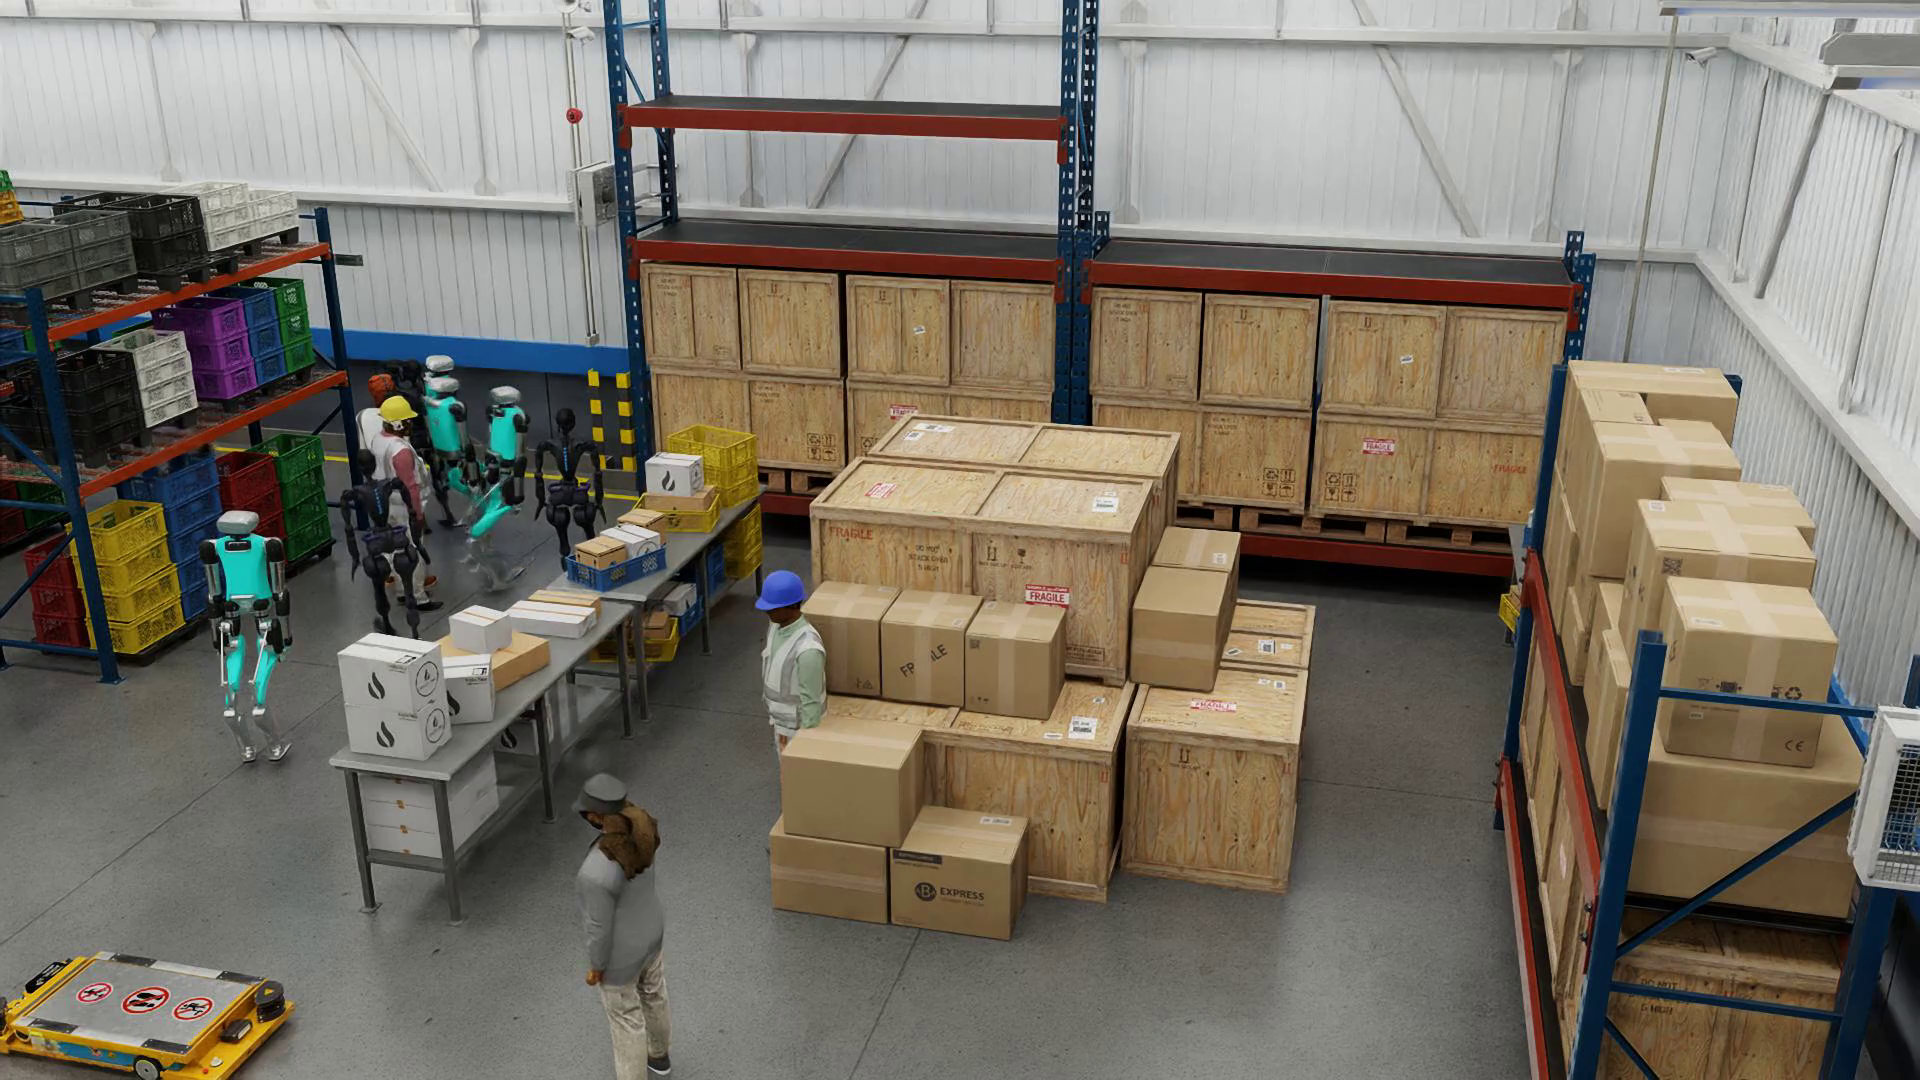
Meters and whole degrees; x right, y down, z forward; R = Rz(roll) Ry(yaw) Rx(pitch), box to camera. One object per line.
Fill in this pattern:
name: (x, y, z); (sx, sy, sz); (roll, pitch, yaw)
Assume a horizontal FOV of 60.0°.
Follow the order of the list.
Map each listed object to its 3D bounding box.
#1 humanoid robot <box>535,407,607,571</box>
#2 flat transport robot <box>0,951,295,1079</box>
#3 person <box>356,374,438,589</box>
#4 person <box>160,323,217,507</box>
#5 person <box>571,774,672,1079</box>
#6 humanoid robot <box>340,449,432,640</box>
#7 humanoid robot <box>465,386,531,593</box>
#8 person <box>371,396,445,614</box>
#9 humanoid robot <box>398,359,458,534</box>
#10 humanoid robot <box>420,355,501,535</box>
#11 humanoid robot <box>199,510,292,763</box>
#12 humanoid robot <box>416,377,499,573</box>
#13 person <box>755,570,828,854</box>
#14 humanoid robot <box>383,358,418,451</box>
humanoid robot: (-3.264, -0.316, 13.894); (0.591, 1.655, 0.366); (-3, 21, -8)
flat transport robot: (-4.270, 2.464, 8.601); (1.431, 0.231, 0.659); (5, 22, 13)
person: (-4.781, -0.482, 14.047); (0.573, 1.882, 0.355); (13, 24, 30)
person: (-7.159, -1.040, 15.389); (0.614, 1.984, 1.043); (1, 21, 4)
person: (-1.600, 1.910, 7.952); (0.402, 1.764, 0.561); (7, 22, 17)
humanoid robot: (-4.450, 0.069, 12.934); (0.613, 1.616, 0.741); (-13, 25, -31)
humanoid robot: (-3.980, -0.373, 13.967); (0.535, 1.747, 0.820); (18, 27, 39)
person: (-4.536, -0.290, 13.614); (0.404, 1.829, 0.598); (-17, 26, -37)
humanoid robot: (-4.976, -0.858, 15.322); (0.599, 1.652, 0.318); (-19, 28, -41)
humanoid robot: (-4.450, -0.896, 15.152); (0.735, 1.674, 0.533); (-17, 27, -37)
humanoid robot: (-4.742, 0.697, 11.023); (0.532, 1.685, 0.746); (-3, 21, -7)
humanoid robot: (-4.282, -0.612, 14.569); (0.544, 1.763, 0.715); (13, 24, 31)
person: (-0.991, 1.074, 9.902); (0.411, 1.939, 0.602); (-10, 23, -24)
humanoid robot: (-5.205, -0.848, 15.295); (0.421, 1.644, 0.593); (-6, 22, -14)
